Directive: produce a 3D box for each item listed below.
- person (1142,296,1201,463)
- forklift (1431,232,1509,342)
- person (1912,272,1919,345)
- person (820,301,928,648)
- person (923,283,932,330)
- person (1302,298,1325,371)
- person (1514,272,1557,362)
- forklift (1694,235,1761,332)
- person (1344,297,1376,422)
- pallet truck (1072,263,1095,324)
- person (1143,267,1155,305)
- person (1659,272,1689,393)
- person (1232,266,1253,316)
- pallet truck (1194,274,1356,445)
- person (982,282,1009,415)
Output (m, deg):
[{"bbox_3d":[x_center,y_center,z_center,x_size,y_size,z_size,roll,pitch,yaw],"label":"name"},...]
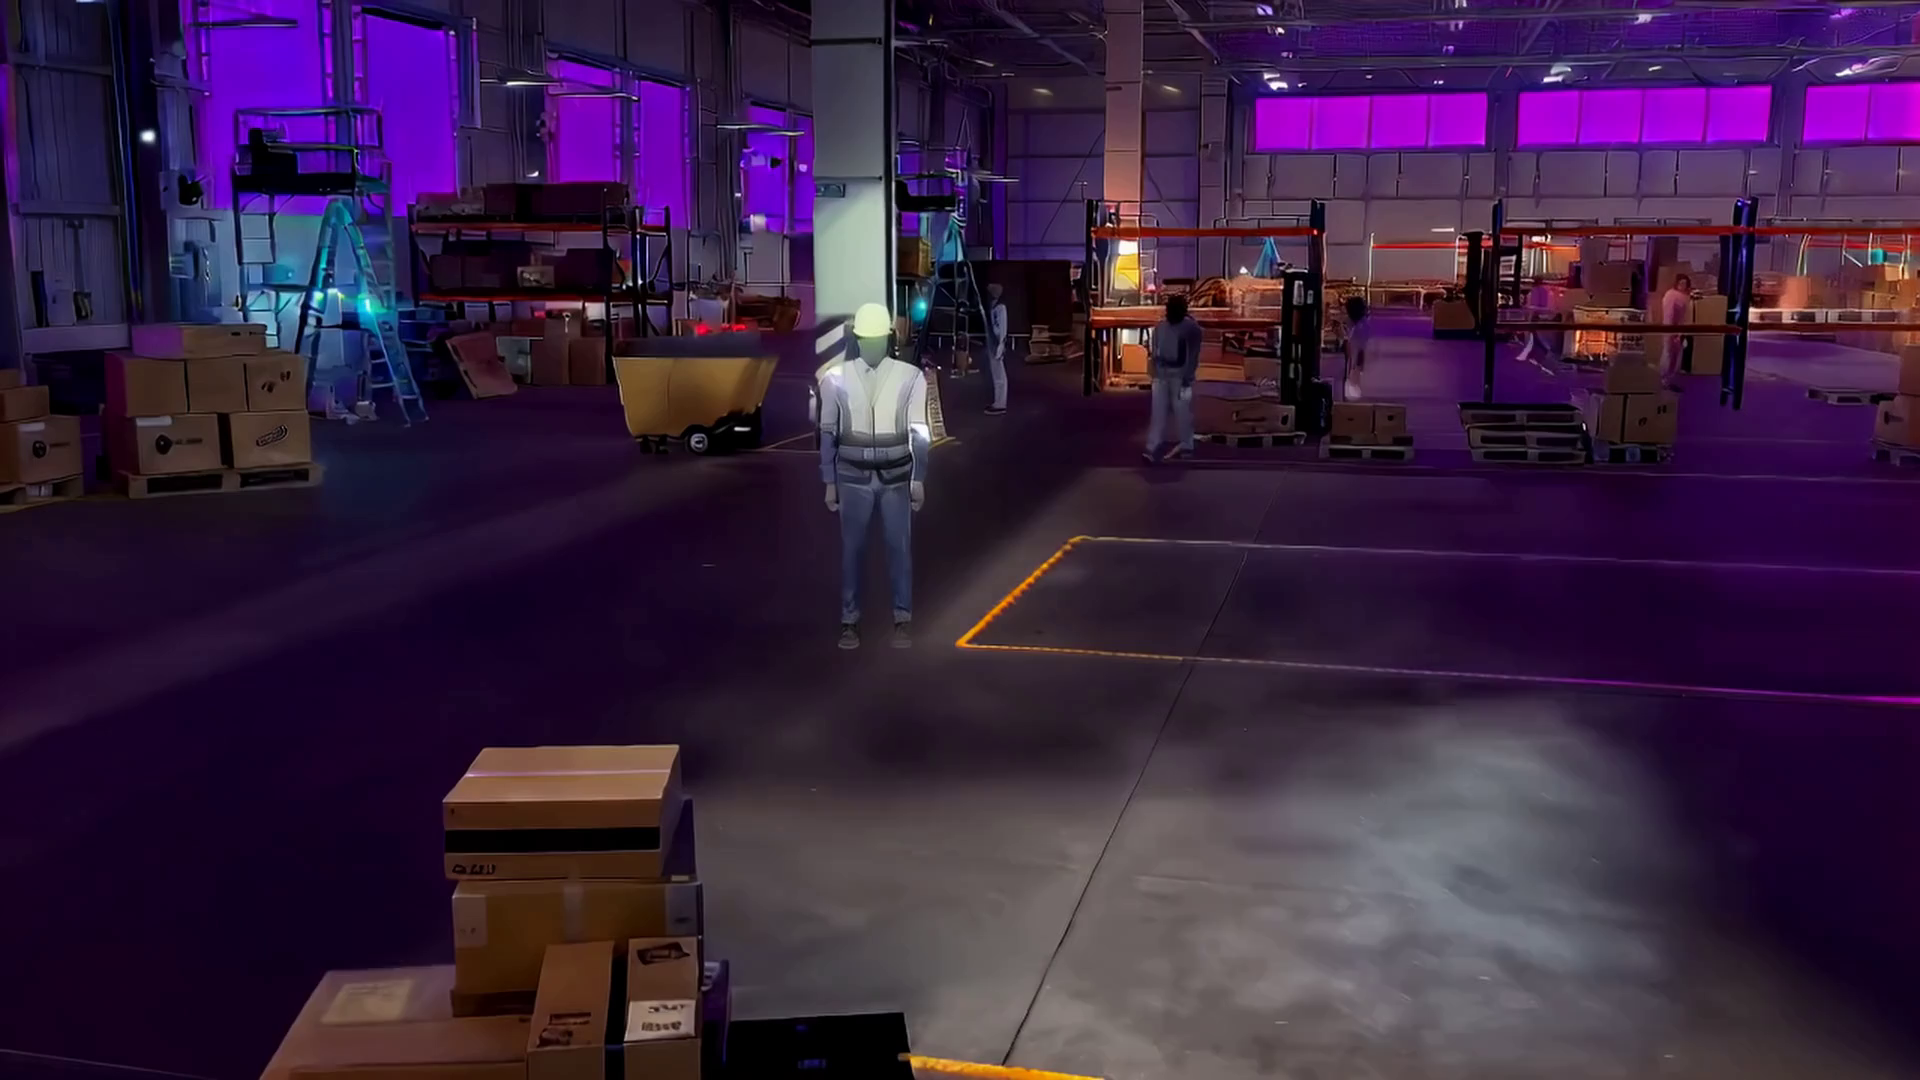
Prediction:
[{"bbox_3d":[2.230,-1.698,17.661,0.688,1.774,0.942,8,13,40],"label":"person"},{"bbox_3d":[13.182,-6.527,42.836,1.873,2.768,1.129,2,10,14],"label":"forklift"},{"bbox_3d":[18.172,-4.108,31.439,0.392,1.914,0.587,3,10,17],"label":"person"},{"bbox_3d":[-0.478,-0.351,9.259,0.601,1.939,0.412,0,10,-2],"label":"person"},{"bbox_3d":[-0.869,-7.330,50.367,0.543,1.929,0.387,-7,12,-37],"label":"person"},{"bbox_3d":[6.806,-4.119,32.023,0.485,1.737,0.320,-3,10,-19],"label":"person"},{"bbox_3d":[12.160,-4.671,34.875,0.592,1.879,0.992,-8,12,-39],"label":"person"},{"bbox_3d":[22.425,-7.519,48.677,1.873,2.768,1.129,2,10,14],"label":"forklift"},{"bbox_3d":[5.000,-2.190,20.831,0.427,1.691,0.542,1,10,4],"label":"person"},{"bbox_3d":[4.325,-8.180,55.162,0.823,1.965,1.885,6,11,31],"label":"pallet truck"},{"bbox_3d":[6.609,-8.553,57.733,0.595,1.866,0.643,-5,11,-28],"label":"person"},{"bbox_3d":[11.546,-3.342,26.862,0.374,1.936,0.628,9,13,43],"label":"person"},{"bbox_3d":[8.732,-7.515,51.422,0.635,1.937,0.352,0,10,-2],"label":"person"},{"bbox_3d":[3.653,-2.138,19.590,1.885,1.965,0.823,-4,10,-20],"label":"pallet truck"},{"bbox_3d":[0.506,-2.652,23.080,0.346,1.841,0.506,-1,10,-7],"label":"person"}]
